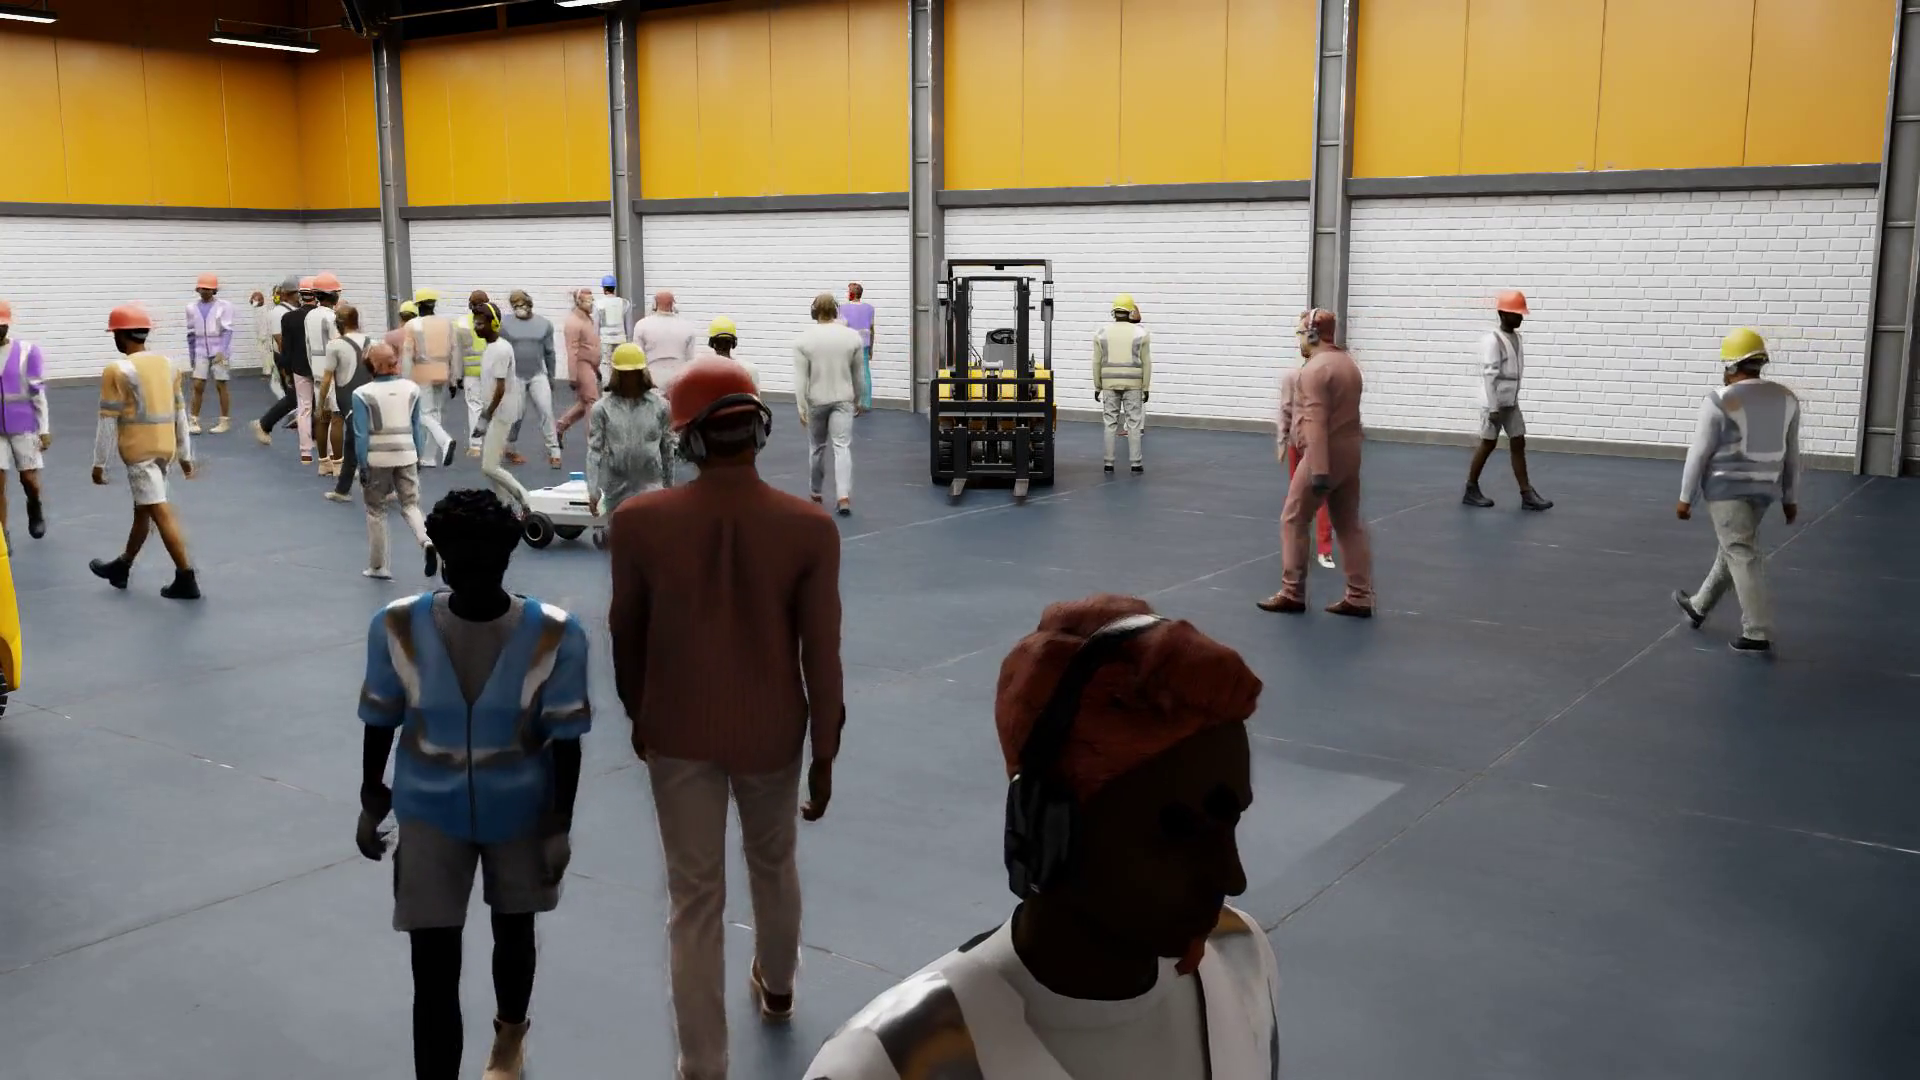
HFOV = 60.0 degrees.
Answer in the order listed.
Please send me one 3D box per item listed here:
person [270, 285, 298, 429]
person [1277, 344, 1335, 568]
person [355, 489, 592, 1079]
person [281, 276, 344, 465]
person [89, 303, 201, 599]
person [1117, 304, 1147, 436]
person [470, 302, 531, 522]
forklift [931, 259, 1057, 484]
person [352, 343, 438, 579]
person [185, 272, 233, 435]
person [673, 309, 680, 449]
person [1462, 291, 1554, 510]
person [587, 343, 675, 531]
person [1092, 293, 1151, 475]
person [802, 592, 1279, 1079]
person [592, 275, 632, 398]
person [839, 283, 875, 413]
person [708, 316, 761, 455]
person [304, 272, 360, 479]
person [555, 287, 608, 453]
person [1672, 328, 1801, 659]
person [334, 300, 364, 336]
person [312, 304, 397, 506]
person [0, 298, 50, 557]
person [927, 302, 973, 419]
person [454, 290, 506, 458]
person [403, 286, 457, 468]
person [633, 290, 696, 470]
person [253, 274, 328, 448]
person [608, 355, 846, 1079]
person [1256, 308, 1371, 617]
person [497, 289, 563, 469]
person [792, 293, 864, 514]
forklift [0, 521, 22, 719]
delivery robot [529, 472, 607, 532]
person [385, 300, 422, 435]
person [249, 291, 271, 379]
[{"bbox_3d":[-8.646,-2.343,21.370,0.410,1.856,0.501,4,10,22],"label":"person"},{"bbox_3d":[2.547,-0.707,12.063,0.538,1.736,0.886,0,10,0],"label":"person"},{"bbox_3d":[-1.164,0.683,3.967,0.569,1.633,0.852,-2,10,-12],"label":"person"},{"bbox_3d":[-6.867,-1.795,17.689,0.623,1.992,0.397,-2,10,-13],"label":"person"},{"bbox_3d":[-5.308,-0.565,10.675,0.972,1.884,0.572,3,10,18],"label":"person"},{"bbox_3d":[2.112,-2.093,20.532,0.498,1.634,0.281,-8,13,-40],"label":"person"},{"bbox_3d":[-3.603,-0.952,13.135,0.525,1.843,0.506,-6,11,-31],"label":"person"},{"bbox_3d":[0.370,-1.738,16.759,1.214,2.155,2.313,1,10,3],"label":"forklift"},{"bbox_3d":[-3.805,-0.516,11.182,0.513,1.614,0.628,-9,13,-44],"label":"person"},{"bbox_3d":[-9.355,-2.309,20.676,0.621,2.019,0.563,0,10,-2],"label":"person"},{"bbox_3d":[-3.279,-1.836,19.054,0.507,1.623,0.520,1,10,7],"label":"person"},{"bbox_3d":[4.754,-1.201,14.430,0.569,1.899,0.819,-8,12,-39],"label":"person"},{"bbox_3d":[-1.909,-0.299,9.676,0.504,1.691,0.919,-2,10,-12],"label":"person"},{"bbox_3d":[1.640,-1.570,16.826,0.592,1.834,0.404,2,10,14],"label":"person"},{"bbox_3d":[0.110,0.978,1.499,0.355,1.886,0.573,8,13,41],"label":"person"},{"bbox_3d":[-5.219,-2.982,24.902,0.618,1.944,0.400,-6,11,-31],"label":"person"},{"bbox_3d":[-1.463,-2.728,23.681,0.565,1.849,0.390,-7,12,-35],"label":"person"},{"bbox_3d":[-1.700,-0.733,12.045,0.525,1.769,0.313,-4,10,-23],"label":"person"},{"bbox_3d":[-6.251,-1.633,16.569,0.615,2.047,0.360,8,12,39],"label":"person"},{"bbox_3d":[-4.269,-1.899,18.665,0.716,1.877,0.644,0,10,-1],"label":"person"},{"bbox_3d":[4.294,-0.285,9.313,0.607,1.775,0.943,-3,10,-16],"label":"person"},{"bbox_3d":[-8.310,-2.427,22.519,0.513,1.638,0.307,-1,10,-6],"label":"person"},{"bbox_3d":[-5.299,-1.180,14.685,0.995,1.796,0.532,5,11,28],"label":"person"},{"bbox_3d":[-7.046,-0.848,12.315,0.563,1.915,0.658,-4,10,-22],"label":"person"},{"bbox_3d":[-0.048,-2.229,21.190,0.630,1.682,0.543,4,10,24],"label":"person"},{"bbox_3d":[-5.265,-1.828,18.342,0.625,1.844,0.429,-5,11,-28],"label":"person"},{"bbox_3d":[-5.435,-1.668,17.225,0.737,1.892,0.638,8,12,40],"label":"person"},{"bbox_3d":[-2.956,-1.562,16.673,0.702,1.868,0.761,-5,11,-29],"label":"person"},{"bbox_3d":[-7.661,-2.046,19.051,0.767,2.000,0.692,1,10,6],"label":"person"},{"bbox_3d":[-0.606,0.491,4.323,0.591,1.932,1.023,-2,10,-11],"label":"person"},{"bbox_3d":[2.179,-0.463,10.140,0.809,1.867,0.670,7,12,37],"label":"person"},{"bbox_3d":[-4.541,-1.687,17.395,0.640,1.884,0.808,-5,11,-26],"label":"person"},{"bbox_3d":[-1.128,-1.176,14.365,0.631,1.894,1.038,-1,10,-9],"label":"person"},{"bbox_3d":[-5.296,-0.090,6.943,1.214,2.155,2.313,7,12,35],"label":"forklift"},{"bbox_3d":[-2.894,-0.273,12.603,0.707,0.478,0.477,4,11,19],"label":"delivery robot"},{"bbox_3d":[-6.087,-1.783,18.409,0.551,1.727,0.776,-1,10,-6],"label":"person"},{"bbox_3d":[-12.830,-3.751,30.483,0.378,1.605,0.655,-9,13,-43],"label":"person"}]
